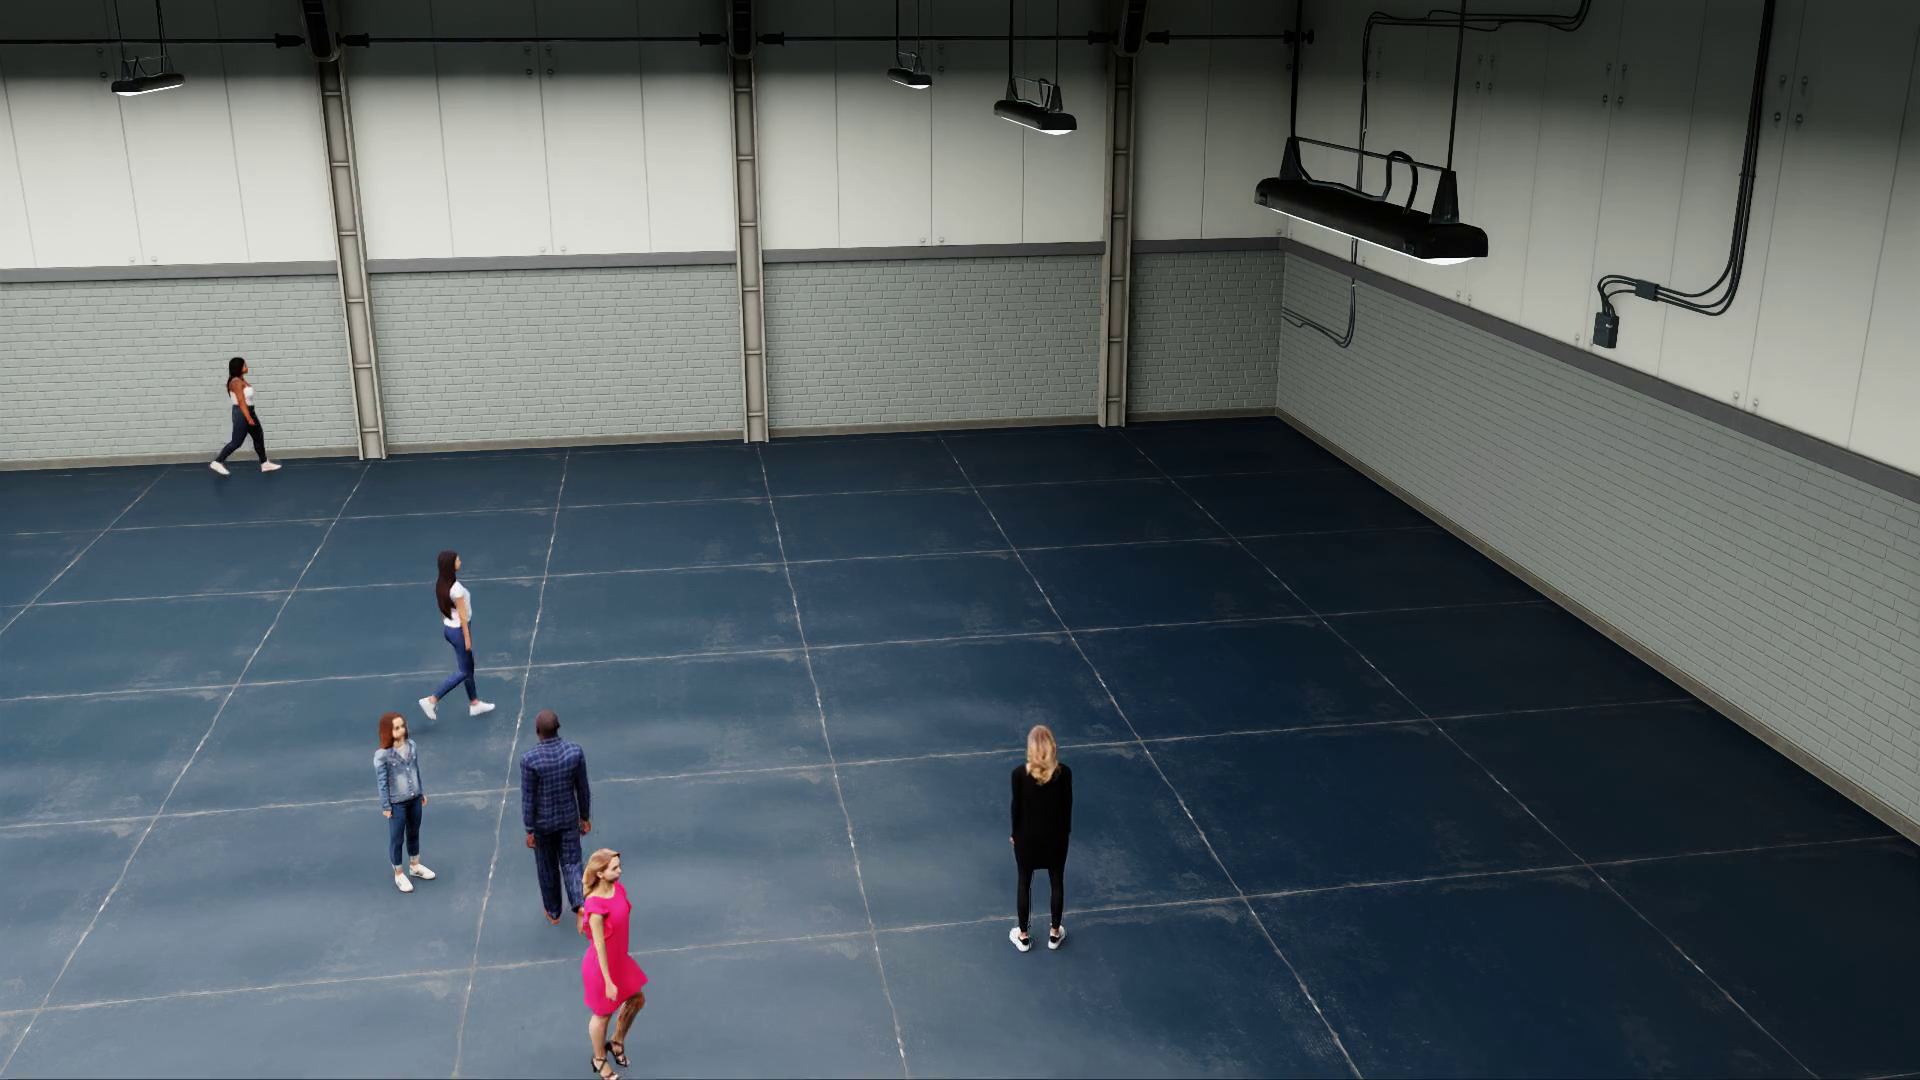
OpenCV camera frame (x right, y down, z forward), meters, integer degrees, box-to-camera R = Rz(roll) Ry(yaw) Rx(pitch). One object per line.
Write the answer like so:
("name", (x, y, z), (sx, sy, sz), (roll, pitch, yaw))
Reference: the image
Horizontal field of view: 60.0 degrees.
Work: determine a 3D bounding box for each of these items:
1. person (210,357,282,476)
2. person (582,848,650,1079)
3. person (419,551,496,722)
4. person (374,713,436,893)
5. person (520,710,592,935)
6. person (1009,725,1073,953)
("person", (-10.839, -1.811, 24.897), (1.210, 1.772, 0.685), (-5, 19, -14))
("person", (-2.389, 2.782, 10.886), (0.744, 1.715, 0.695), (6, 19, 18))
("person", (-5.016, 0.975, 16.370), (1.092, 1.754, 0.901), (-14, 23, -37))
("person", (-4.500, 2.085, 13.410), (0.687, 1.477, 0.639), (11, 21, 29))
("person", (-3.049, 2.173, 12.619), (1.001, 1.799, 0.917), (-9, 20, -27))
("person", (0.613, 2.227, 12.450), (0.503, 1.801, 0.694), (1, 18, 2))
